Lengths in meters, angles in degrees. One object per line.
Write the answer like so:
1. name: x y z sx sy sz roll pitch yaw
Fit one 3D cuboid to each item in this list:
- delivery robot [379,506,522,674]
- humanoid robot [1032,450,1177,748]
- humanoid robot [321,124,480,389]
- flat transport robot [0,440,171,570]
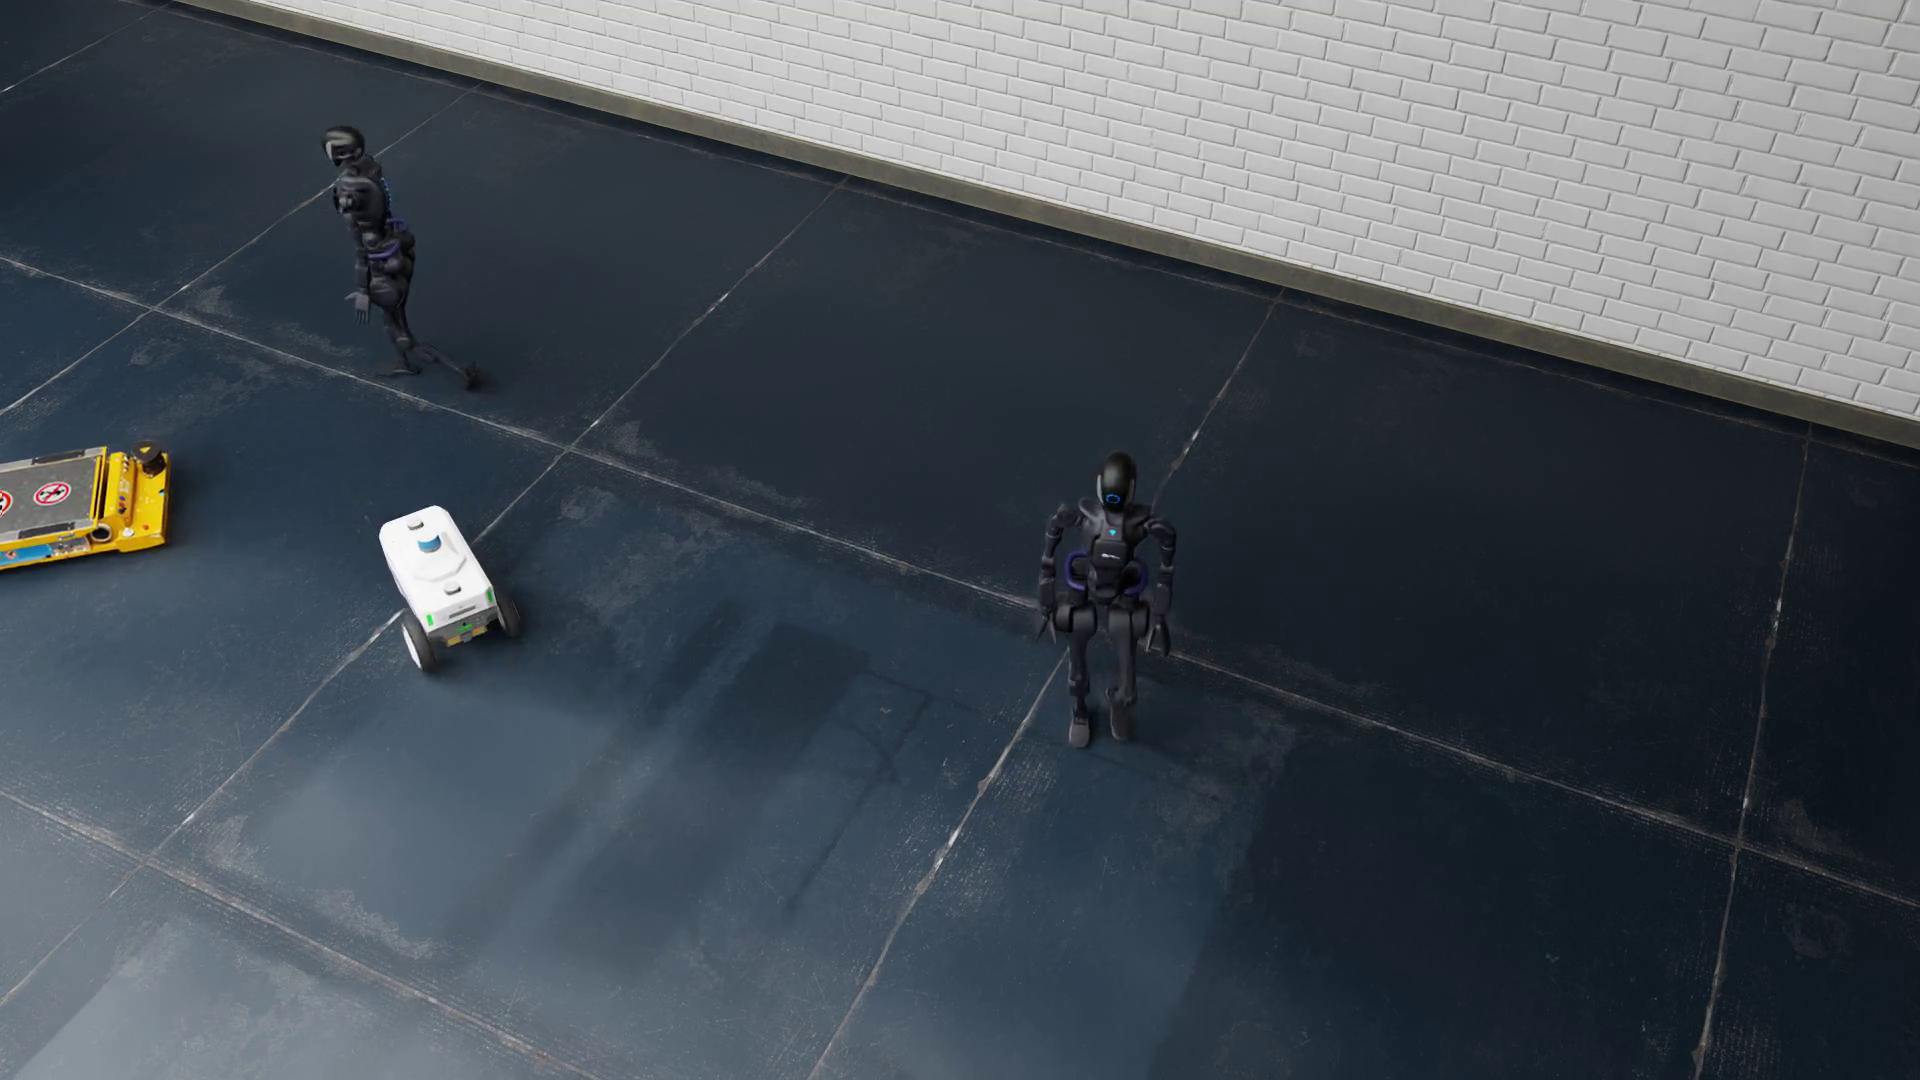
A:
1. delivery robot: -2.448 0.188 7.834 0.499 0.583 0.774 -23 48 -23
2. humanoid robot: 0.597 0.272 6.920 0.590 1.647 0.370 3 43 3
3. humanoid robot: -2.980 -1.482 8.835 0.660 1.628 0.599 0 43 0
4. flat transport robot: -4.766 -0.112 8.376 1.431 0.231 0.659 -11 44 -12
